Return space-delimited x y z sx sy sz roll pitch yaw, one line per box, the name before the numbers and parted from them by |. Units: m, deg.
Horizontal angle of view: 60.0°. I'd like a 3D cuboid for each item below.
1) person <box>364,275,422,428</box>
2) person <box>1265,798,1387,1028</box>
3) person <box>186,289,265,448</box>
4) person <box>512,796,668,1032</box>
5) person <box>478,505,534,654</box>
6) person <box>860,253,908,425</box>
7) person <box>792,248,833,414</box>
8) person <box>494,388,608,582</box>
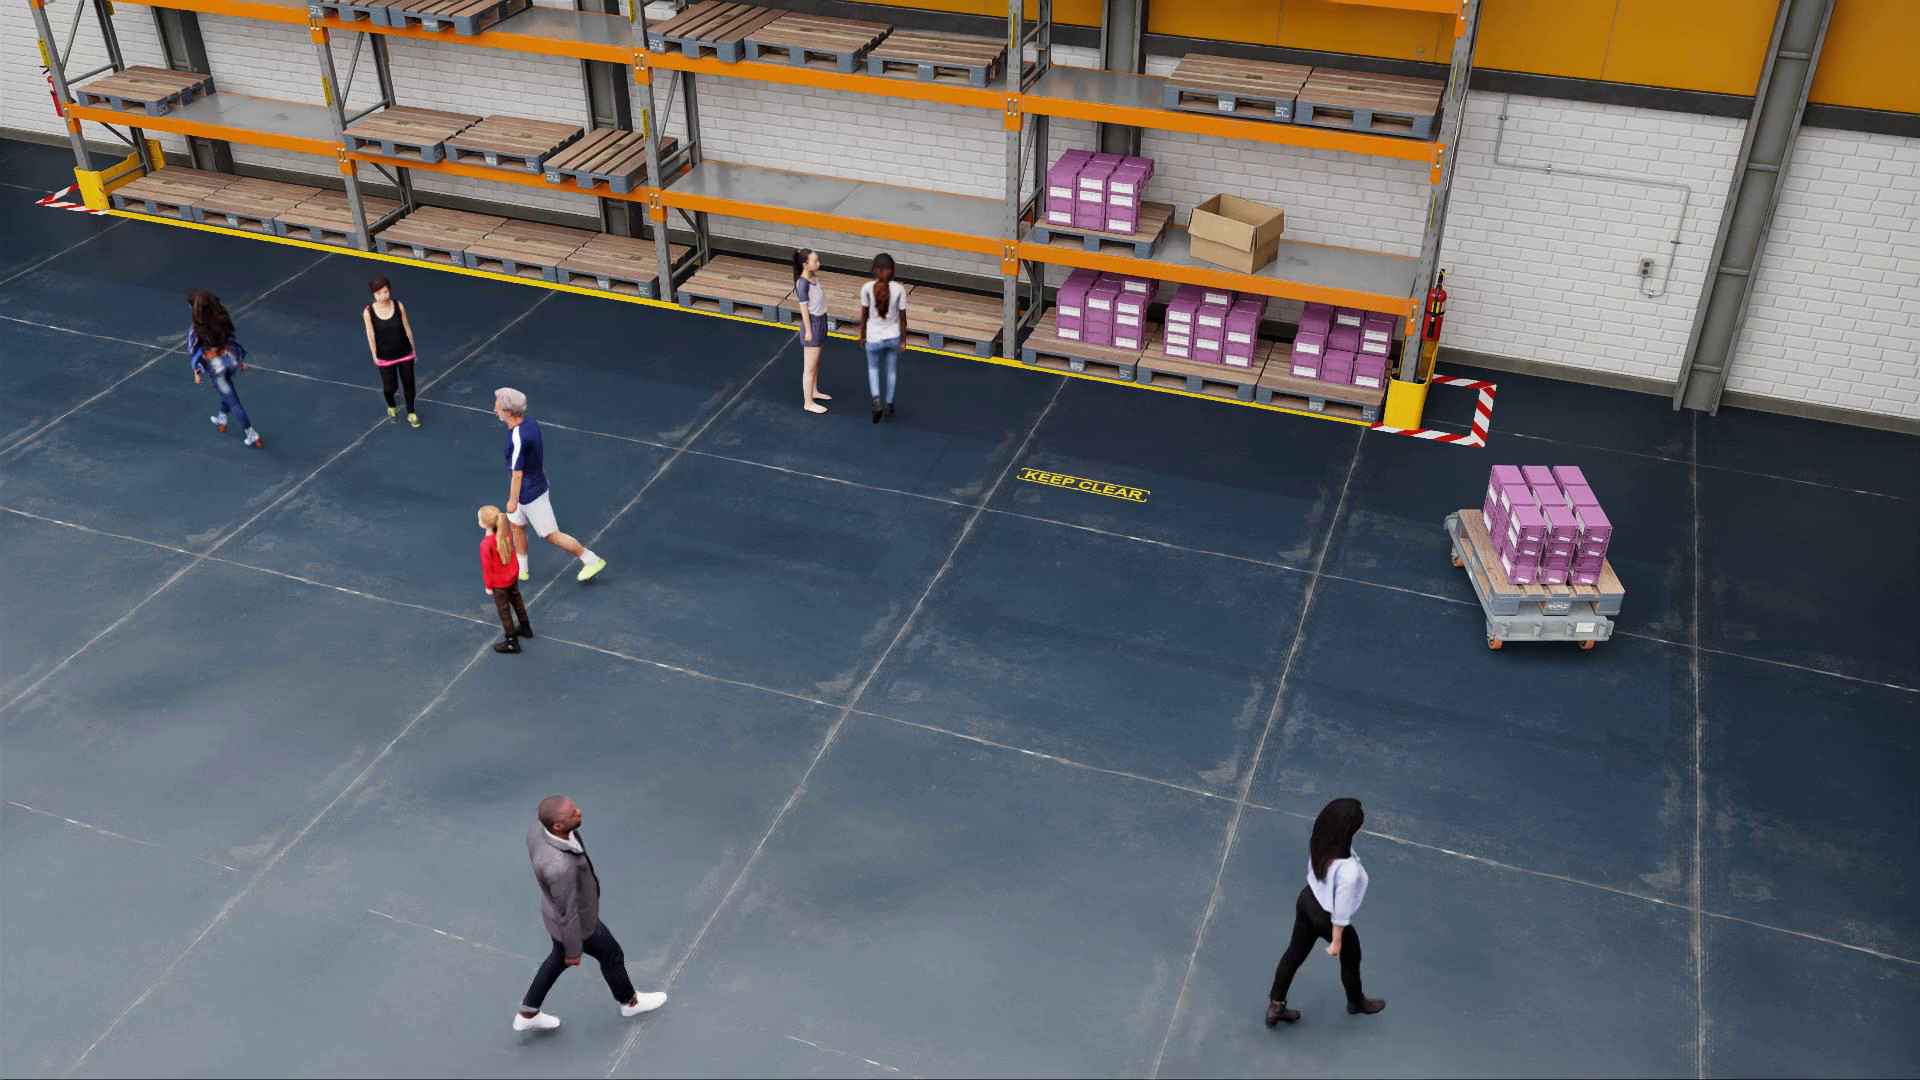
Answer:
person | -5.382 -1.809 15.765 0.666 1.544 0.720 -20 39 -28
person | 2.010 2.198 9.579 1.097 1.717 1.000 -10 35 -15
person | -6.757 -1.554 15.341 0.963 1.587 0.707 16 37 23
person | -2.309 2.190 9.534 1.257 1.781 1.181 -13 36 -19
person | -3.537 0.285 12.851 0.482 1.281 0.487 10 35 14
person | -0.721 -1.848 15.675 0.836 1.708 0.828 -1 34 -1
person | -1.436 -2.033 16.006 0.599 1.651 0.640 4 34 5
person | -3.364 -0.391 13.399 1.243 1.801 1.042 -7 34 -11
